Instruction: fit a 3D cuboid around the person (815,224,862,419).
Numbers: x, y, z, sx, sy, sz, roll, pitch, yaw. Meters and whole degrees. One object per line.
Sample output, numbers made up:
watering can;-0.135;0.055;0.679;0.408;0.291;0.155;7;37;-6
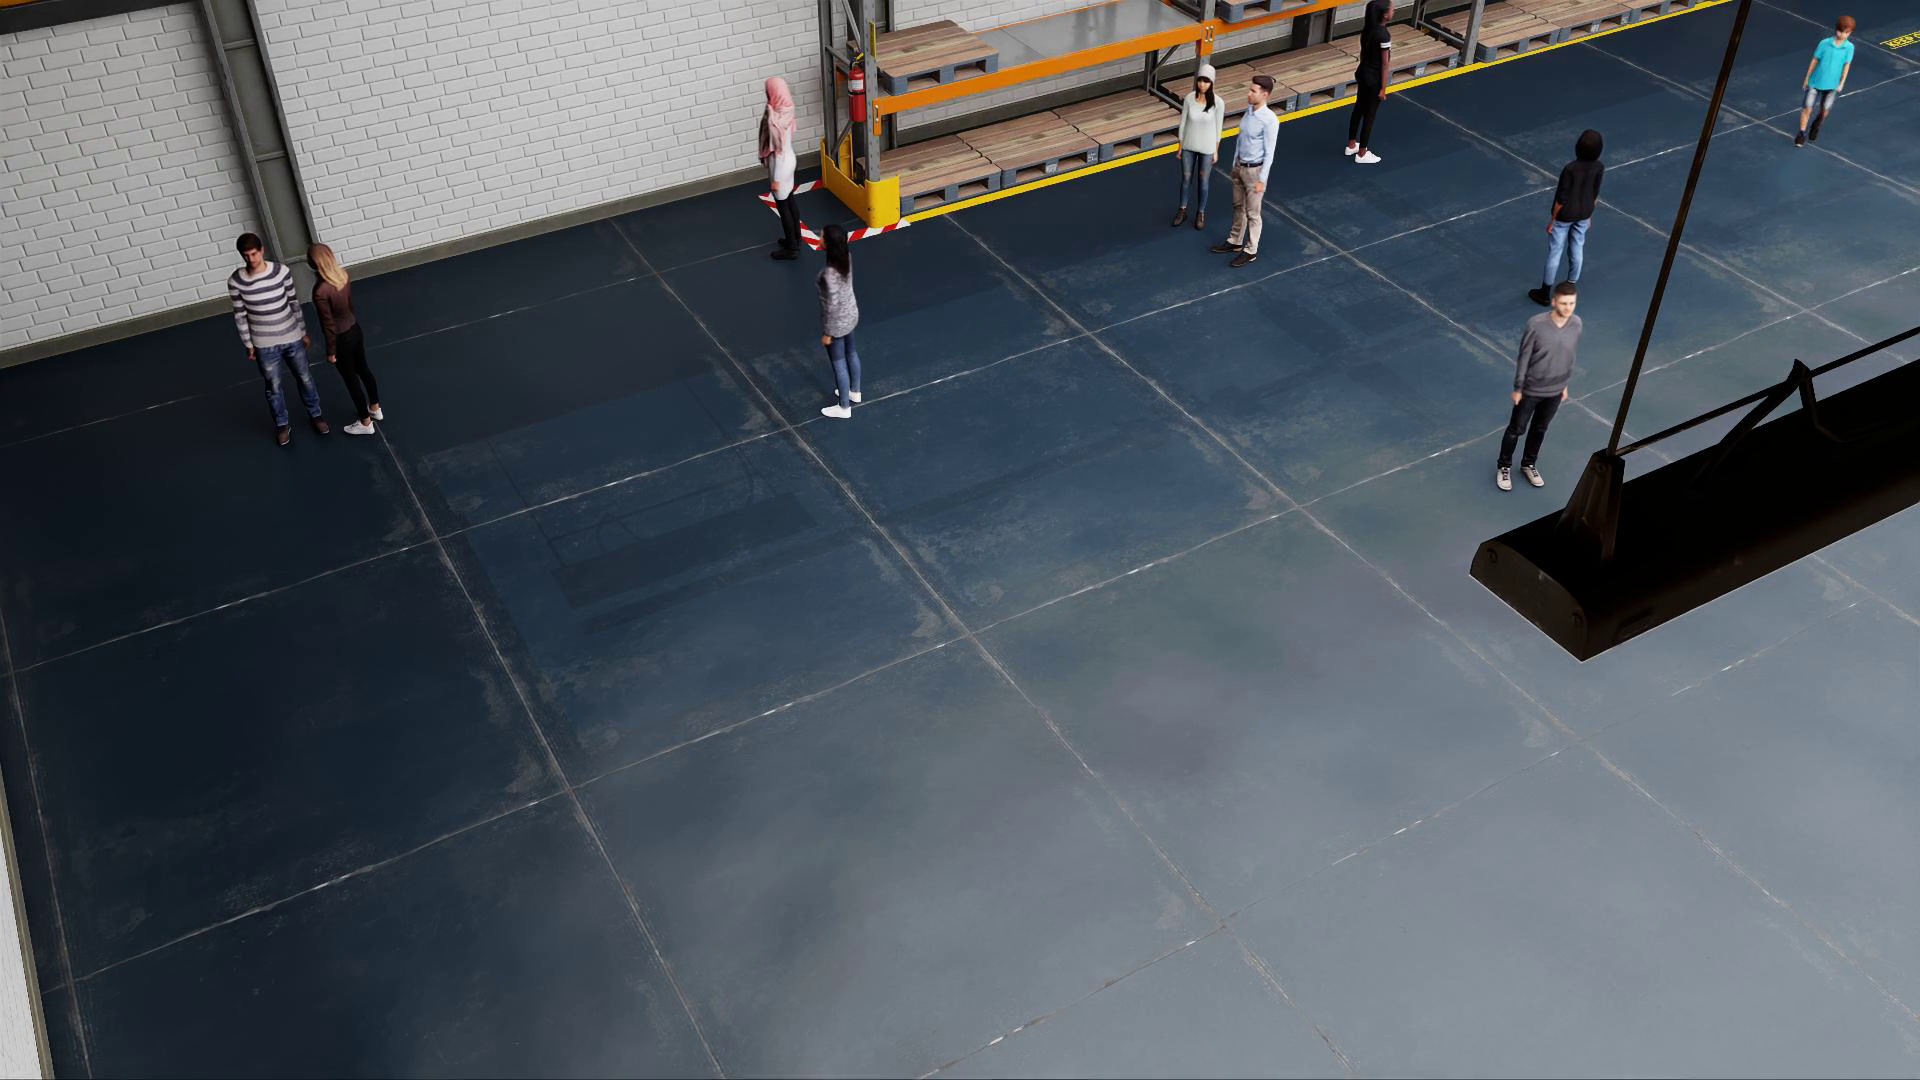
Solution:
person;-0.989;-1.807;13.642;0.748;1.732;0.666;13;40;16

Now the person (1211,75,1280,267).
person;2.738;-3.494;15.661;0.613;1.848;0.653;-17;41;-20

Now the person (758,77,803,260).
person;-1.685;-3.512;15.720;0.788;1.803;0.734;8;39;10

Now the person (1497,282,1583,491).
person;4.491;-1.199;12.857;0.608;1.761;0.749;-5;39;-6

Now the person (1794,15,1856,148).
person;9.256;-4.932;17.790;0.657;1.439;0.713;19;42;22

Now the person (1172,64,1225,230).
person;2.332;-3.851;16.271;0.641;1.645;0.695;11;40;13

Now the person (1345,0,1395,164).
person;4.313;-4.823;17.421;0.618;1.729;0.657;-11;40;-14

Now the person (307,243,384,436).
person;-4.974;-1.633;13.446;0.707;1.705;0.674;5;39;7

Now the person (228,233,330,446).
person;-5.478;-1.636;13.332;0.478;1.852;0.719;-17;42;-20

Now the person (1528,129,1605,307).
person;5.532;-2.912;15.050;0.593;1.701;0.709;-5;39;-7
